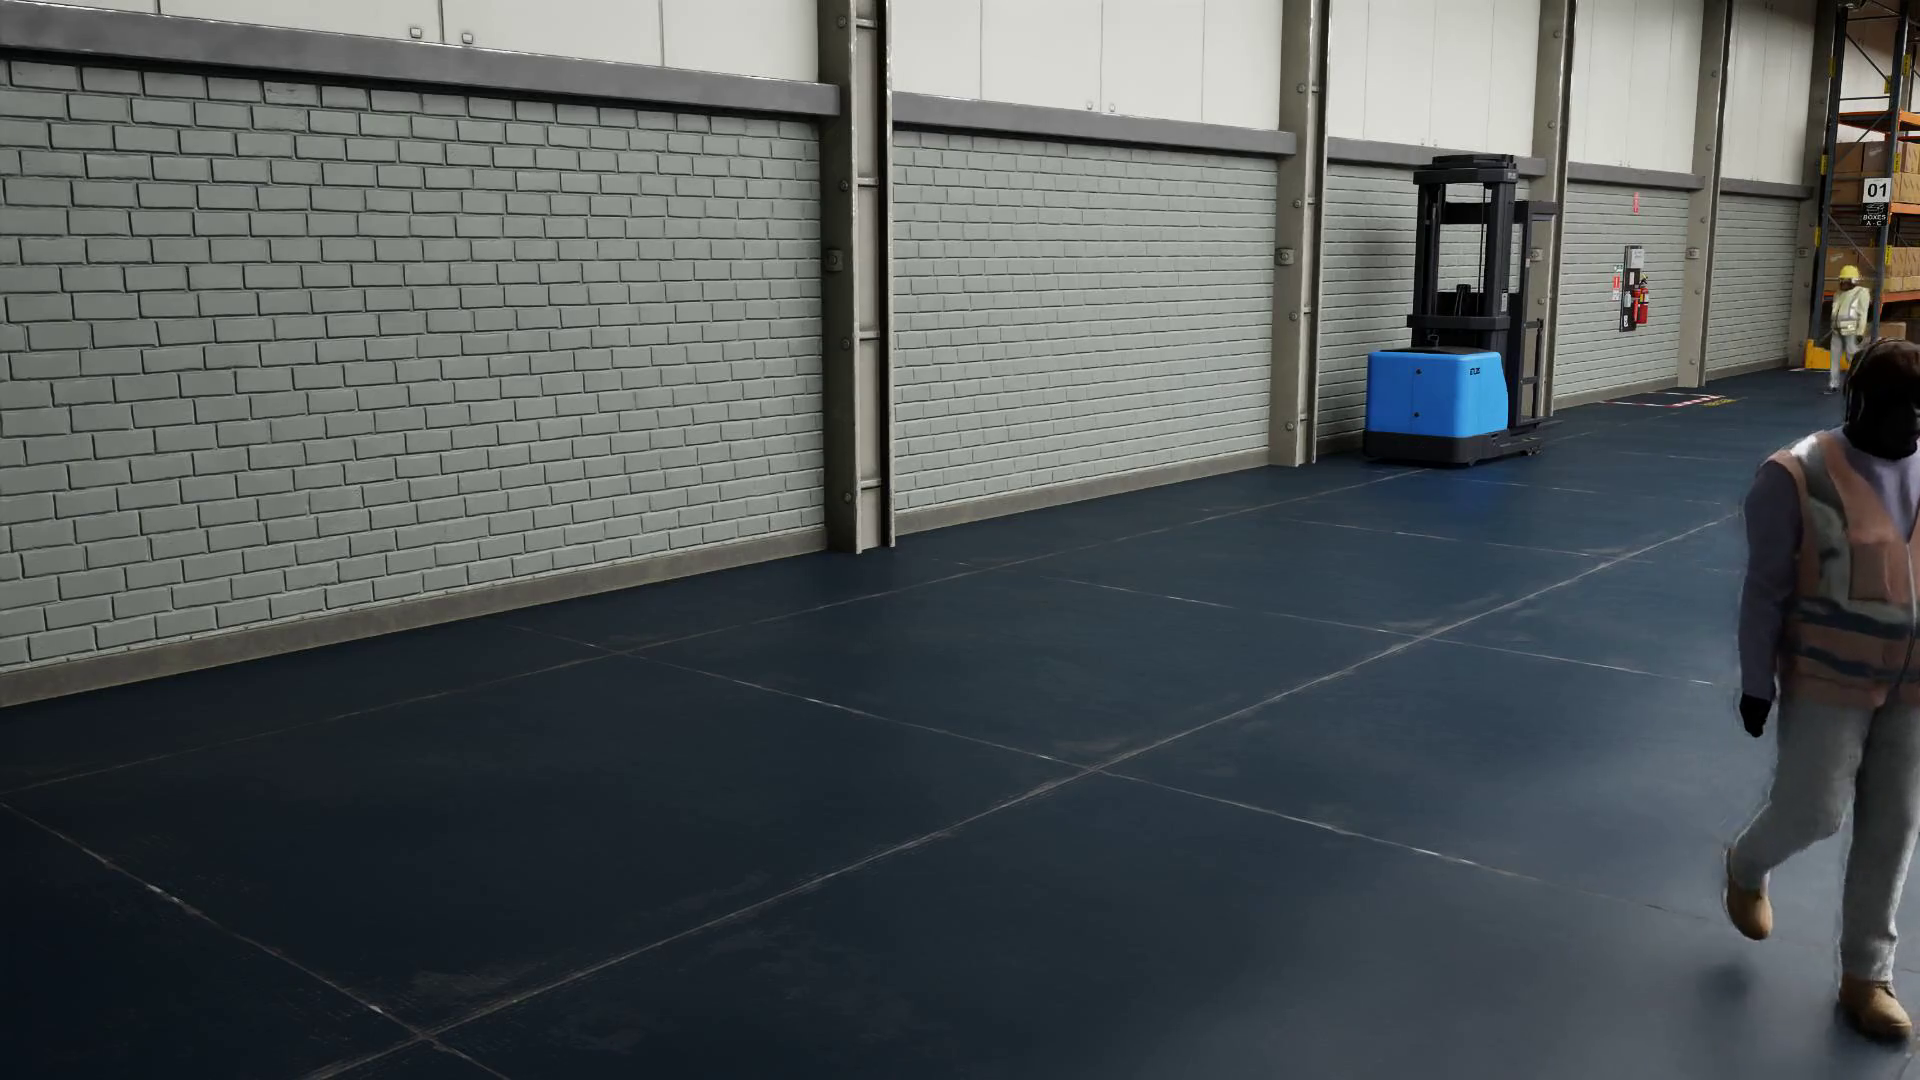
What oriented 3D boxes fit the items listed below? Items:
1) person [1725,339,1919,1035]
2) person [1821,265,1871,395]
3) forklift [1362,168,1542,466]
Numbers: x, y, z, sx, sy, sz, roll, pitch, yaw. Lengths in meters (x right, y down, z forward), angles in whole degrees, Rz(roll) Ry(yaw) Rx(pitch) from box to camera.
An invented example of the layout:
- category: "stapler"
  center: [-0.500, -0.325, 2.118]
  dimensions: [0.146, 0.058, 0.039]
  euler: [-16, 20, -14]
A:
- category: "person"
  center: [2.415, 0.363, 4.523]
  dimensions: [0.628, 1.824, 0.617]
  euler: [0, 10, 0]
- category: "person"
  center: [12.536, -2.952, 23.407]
  dimensions: [0.648, 1.819, 0.591]
  euler: [-4, 11, -20]
- category: "forklift"
  center: [4.875, -2.212, 16.287]
  dimensions: [1.129, 2.768, 1.873]
  euler: [8, 13, 40]
